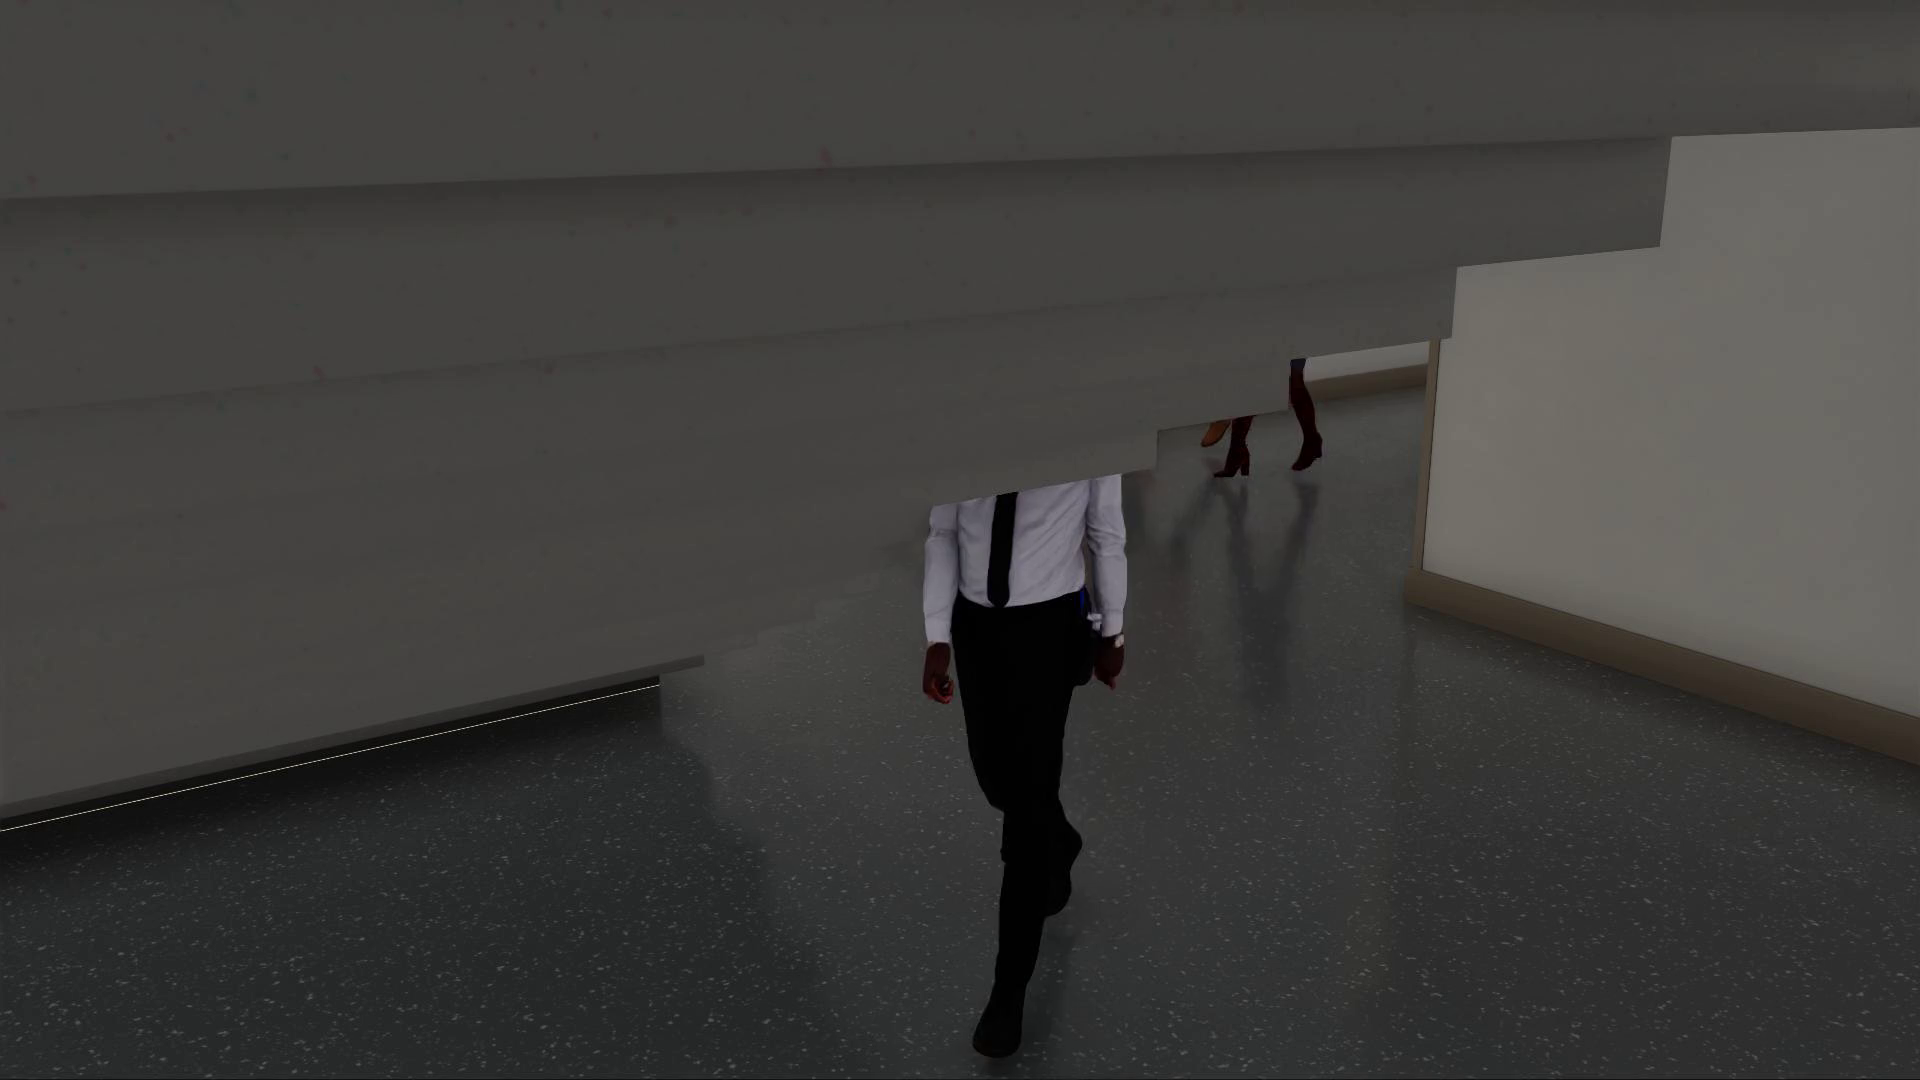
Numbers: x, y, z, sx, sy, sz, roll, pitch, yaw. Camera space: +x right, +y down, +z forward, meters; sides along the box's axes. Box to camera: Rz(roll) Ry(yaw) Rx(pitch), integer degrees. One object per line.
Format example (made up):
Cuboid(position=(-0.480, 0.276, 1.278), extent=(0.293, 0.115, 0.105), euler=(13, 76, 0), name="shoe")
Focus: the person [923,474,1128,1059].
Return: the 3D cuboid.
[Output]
Cuboid(position=(0.170, 0.247, 4.202), extent=(1.228, 1.788, 1.136), euler=(6, 17, 20), name="person")
